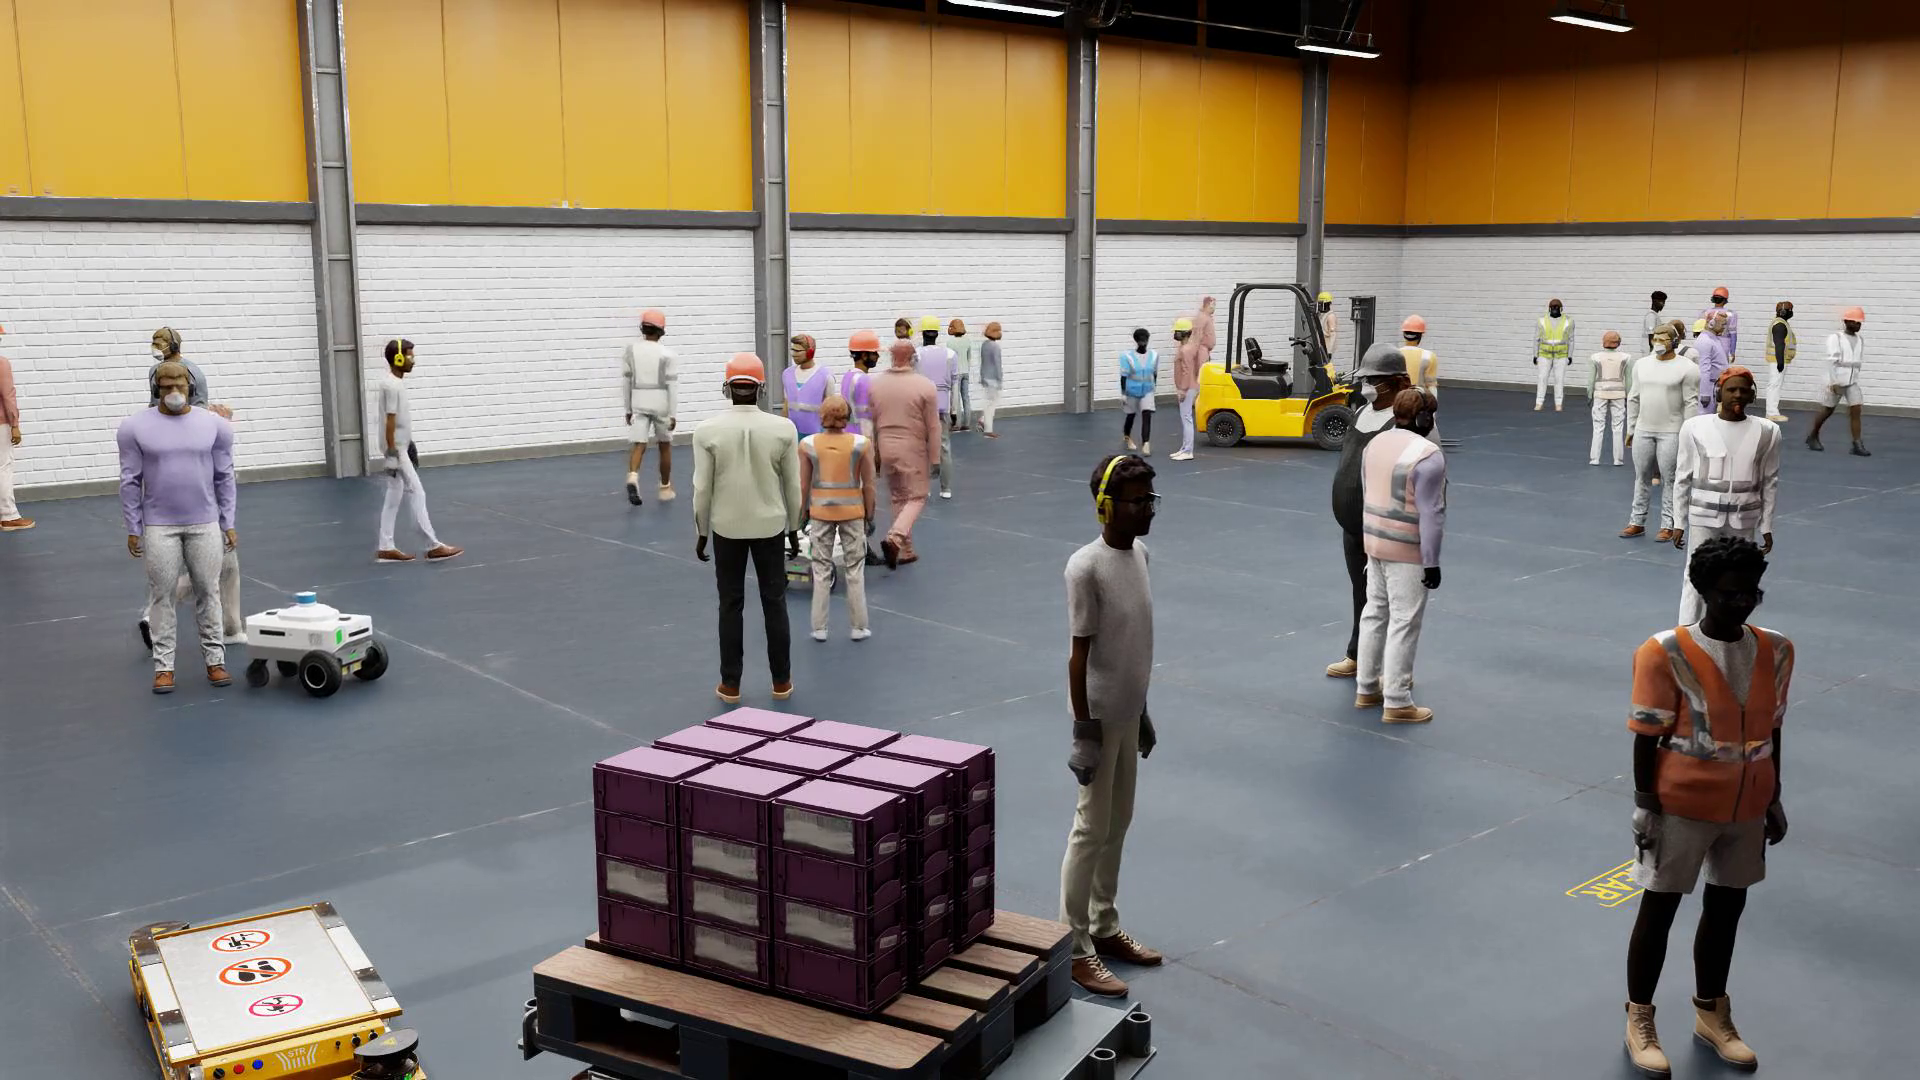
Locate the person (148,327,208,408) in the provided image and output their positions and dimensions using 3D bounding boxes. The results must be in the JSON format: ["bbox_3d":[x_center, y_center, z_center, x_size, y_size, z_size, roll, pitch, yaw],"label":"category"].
[{"bbox_3d":[-6.659,-0.845,14.186,0.632,1.938,0.359,5,11,28],"label":"person"}]

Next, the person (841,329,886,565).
[{"bbox_3d":[-0.799,-0.763,13.706,0.376,1.939,0.547,-4,10,-20],"label":"person"}]

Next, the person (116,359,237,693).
[{"bbox_3d":[-4.551,-0.084,9.733,0.632,1.940,0.372,-6,11,-29],"label":"person"}]

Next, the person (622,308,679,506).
[{"bbox_3d":[-3.159,-1.340,16.879,0.609,2.020,0.880,1,10,7],"label":"person"}]

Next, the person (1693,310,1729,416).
[{"bbox_3d":[8.804,-1.740,19.540,0.407,1.902,0.639,5,11,28],"label":"person"}]

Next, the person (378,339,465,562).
[{"bbox_3d":[-4.511,-0.730,13.776,0.751,1.843,0.563,-3,10,-19],"label":"person"}]

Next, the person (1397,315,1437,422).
[{"bbox_3d":[4.594,-1.328,17.015,0.551,1.934,0.373,5,11,25],"label":"person"}]

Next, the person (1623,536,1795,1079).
[{"bbox_3d":[2.313,0.819,5.145,0.542,1.697,0.316,-2,10,-10],"label":"person"}]

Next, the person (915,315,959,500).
[{"bbox_3d":[-0.308,-1.370,17.291,0.591,1.926,0.386,-3,10,-20],"label":"person"}]

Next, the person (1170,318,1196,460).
[{"bbox_3d":[2.773,-1.873,20.708,0.323,1.769,0.523,1,10,7],"label":"person"}]

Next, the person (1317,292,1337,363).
[{"bbox_3d":[6.263,-3.281,28.500,0.383,1.922,0.587,0,10,-2],"label":"person"}]

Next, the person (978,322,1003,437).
[{"bbox_3d":[0.469,-2.238,23.254,0.364,1.622,0.527,-5,11,-25],"label":"person"}]

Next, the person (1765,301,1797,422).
[{"bbox_3d":[12.644,-2.752,25.636,0.429,1.844,0.623,4,10,22],"label":"person"}]

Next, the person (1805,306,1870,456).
[{"bbox_3d":[11.345,-2.052,21.373,0.556,1.904,0.933,-1,10,-8],"label":"person"}]

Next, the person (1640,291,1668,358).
[{"bbox_3d":[11.545,-3.168,27.727,0.379,1.959,0.603,4,10,20],"label":"person"}]

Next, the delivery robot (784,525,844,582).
[{"bbox_3d":[-1.085,0.054,12.694,0.477,0.478,0.707,5,11,28],"label":"delivery robot"}]

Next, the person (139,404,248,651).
[{"bbox_3d":[-4.874,-0.065,10.593,0.536,1.610,0.695,8,13,40],"label":"person"}]

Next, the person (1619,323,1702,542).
[{"bbox_3d":[6.231,-0.953,14.816,0.370,1.941,0.627,-9,13,-41],"label":"person"}]

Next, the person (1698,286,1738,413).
[{"bbox_3d":[12.238,-3.070,26.910,0.607,2.044,0.378,7,12,35],"label":"person"}]

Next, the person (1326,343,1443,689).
[{"bbox_3d":[2.437,-0.138,9.749,0.536,2.000,0.688,-4,11,-24],"label":"person"}]

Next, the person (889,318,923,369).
[{"bbox_3d":[-0.576,-1.791,20.162,0.555,1.805,0.938,6,11,32],"label":"person"}]

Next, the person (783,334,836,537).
[{"bbox_3d":[-1.348,-0.930,14.963,0.564,1.841,0.389,6,12,33],"label":"person"}]

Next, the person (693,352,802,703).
[{"bbox_3d":[-1.209,-0.069,9.479,0.614,1.993,0.395,-2,10,-11],"label":"person"}]

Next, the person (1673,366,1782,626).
[{"bbox_3d":[4.578,-0.099,9.978,0.575,1.884,0.355,3,10,15],"label":"person"}]

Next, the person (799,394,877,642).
[{"bbox_3d":[-0.802,-0.138,10.927,0.522,1.636,0.310,0,10,2],"label":"person"}]

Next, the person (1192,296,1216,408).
[{"bbox_3d":[4.021,-3.122,27.717,0.502,1.870,0.667,2,10,10],"label":"person"}]

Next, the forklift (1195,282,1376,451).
[{"bbox_3d":[4.328,-2.346,22.227,2.313,2.155,1.214,3,10,16],"label":"forklift"}]

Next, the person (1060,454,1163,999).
[{"bbox_3d":[0.535,0.626,5.782,0.310,1.868,0.534,6,11,30],"label":"person"}]

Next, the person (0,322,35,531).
[{"bbox_3d":[-8.948,-1.081,15.403,0.623,1.992,0.396,3,10,18],"label":"person"}]

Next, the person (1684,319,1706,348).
[{"bbox_3d":[9.085,-1.838,20.502,0.523,1.769,0.317,5,11,25],"label":"person"}]

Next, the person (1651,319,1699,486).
[{"bbox_3d":[7.831,-1.501,18.301,0.506,1.847,0.346,4,10,21],"label":"person"}]

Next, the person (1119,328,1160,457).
[{"bbox_3d":[2.272,-1.910,21.313,0.542,1.640,0.876,-1,10,-7],"label":"person"}]

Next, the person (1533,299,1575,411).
[{"bbox_3d":[9.703,-3.022,27.215,0.633,1.841,0.429,4,10,21],"label":"person"}]

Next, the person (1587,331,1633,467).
[{"bbox_3d":[7.829,-1.699,20.063,0.514,1.639,0.310,3,10,19],"label":"person"}]

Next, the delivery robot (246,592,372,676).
[{"bbox_3d":[-3.832,0.550,9.791,0.707,0.478,0.477,3,10,18],"label":"delivery robot"}]

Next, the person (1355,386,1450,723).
[{"bbox_3d":[2.437,0.075,9.152,0.431,1.834,0.640,-3,10,-16],"label":"person"}]

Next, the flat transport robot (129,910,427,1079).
[{"bbox_3d":[-2.229,1.499,5.335,0.652,0.197,1.431,-6,11,-32],"label":"flat transport robot"}]

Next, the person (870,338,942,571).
[{"bbox_3d":[-0.473,-0.678,13.430,0.652,1.884,0.750,6,11,29],"label":"person"}]

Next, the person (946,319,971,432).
[{"bbox_3d":[-0.030,-2.368,23.988,0.279,1.634,0.497,9,13,41],"label":"person"}]
